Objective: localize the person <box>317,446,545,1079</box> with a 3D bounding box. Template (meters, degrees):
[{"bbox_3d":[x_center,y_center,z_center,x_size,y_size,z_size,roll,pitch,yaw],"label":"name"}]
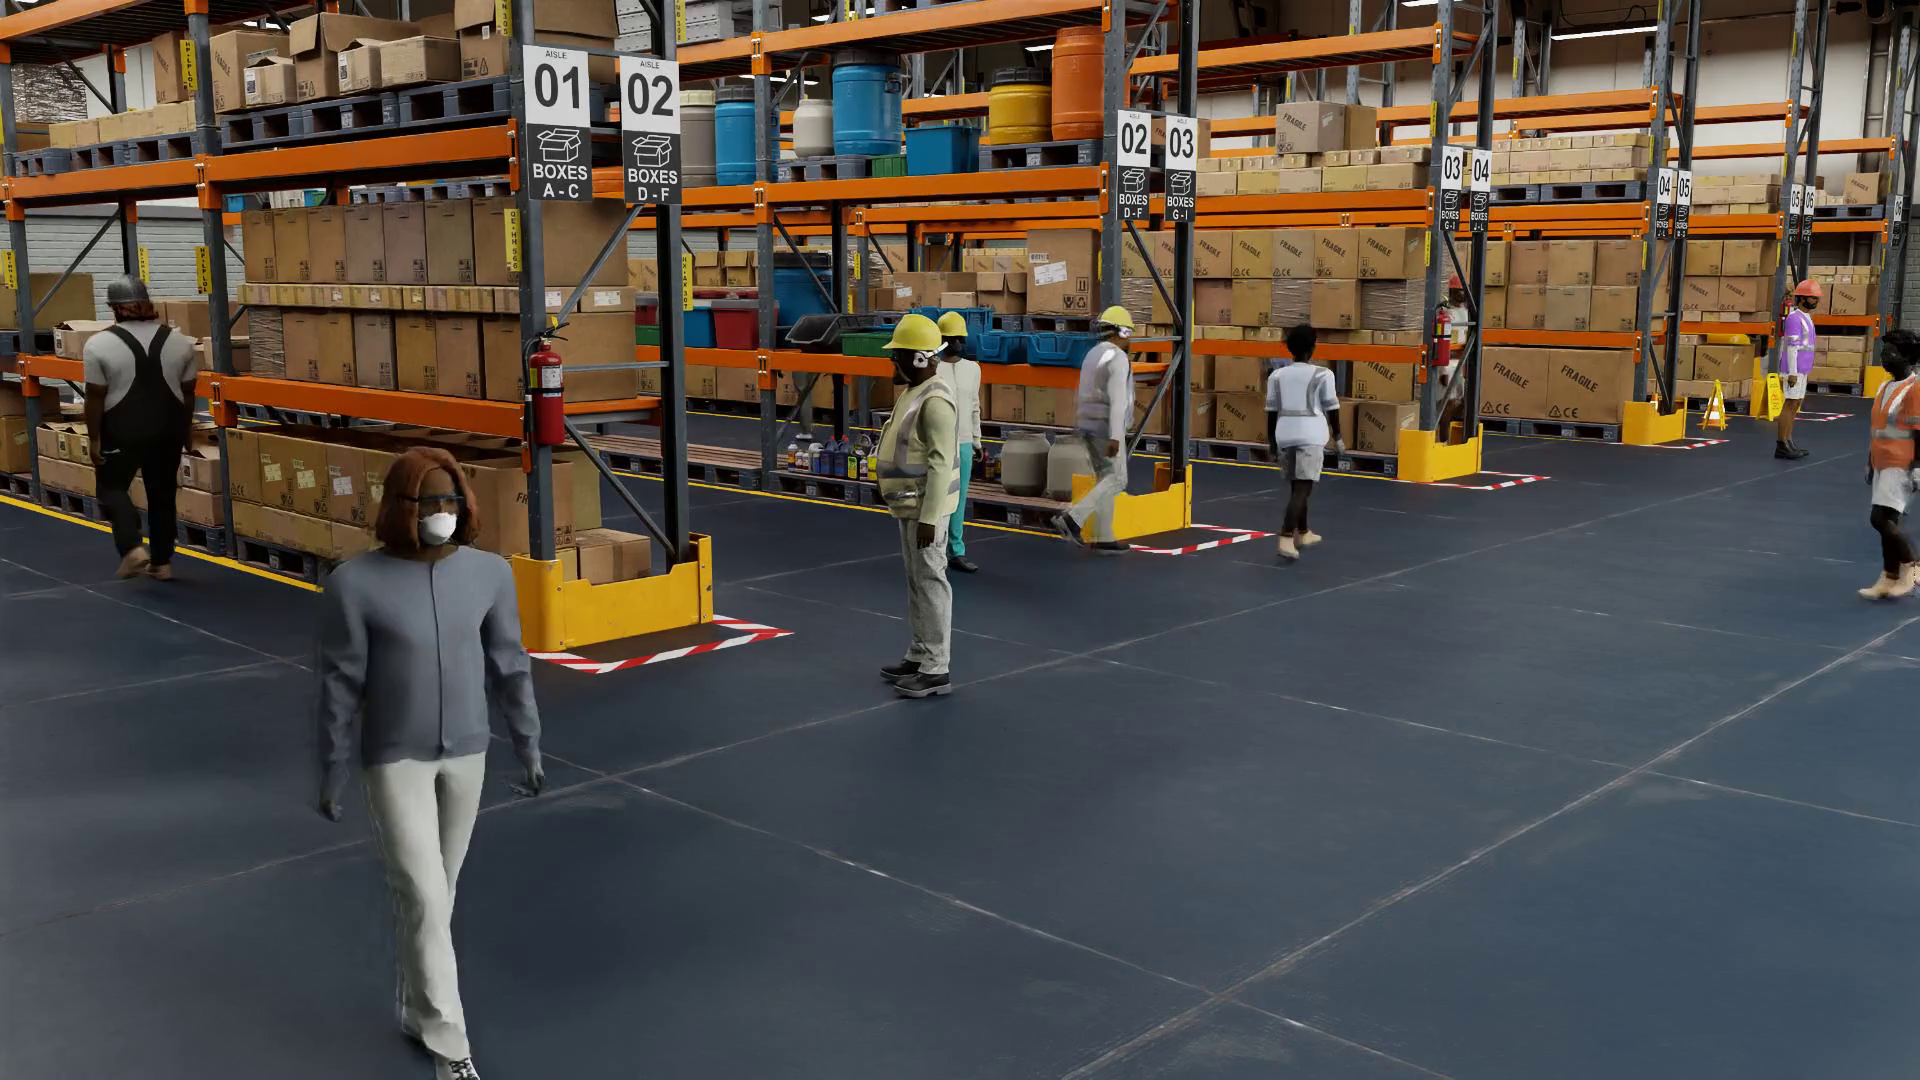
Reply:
[{"bbox_3d":[-1.269,0.574,4.152,0.532,1.601,0.752,-9,13,-44],"label":"person"}]

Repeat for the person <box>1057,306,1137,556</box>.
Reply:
[{"bbox_3d":[0.995,-0.786,11.980,0.686,1.786,0.628,-4,10,-23],"label":"person"}]

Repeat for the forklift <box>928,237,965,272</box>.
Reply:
[{"bbox_3d":[-0.326,-5.817,39.609,1.129,2.768,1.873,9,13,43],"label":"forklift"}]

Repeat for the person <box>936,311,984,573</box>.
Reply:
[{"bbox_3d":[-0.062,-0.648,11.193,0.528,1.767,0.329,-6,11,-34],"label":"person"}]

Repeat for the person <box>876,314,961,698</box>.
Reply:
[{"bbox_3d":[-0.205,-0.172,8.066,0.403,1.835,0.587,-2,9,-12],"label":"person"}]

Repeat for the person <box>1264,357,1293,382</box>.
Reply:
[{"bbox_3d":[3.775,-2.085,19.532,0.551,1.923,0.398,-7,11,-35],"label":"person"}]

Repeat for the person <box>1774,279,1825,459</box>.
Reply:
[{"bbox_3d":[9.151,-1.860,18.102,0.375,1.935,0.551,7,12,39],"label":"person"}]

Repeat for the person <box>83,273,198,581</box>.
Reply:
[{"bbox_3d":[-5.341,-0.707,10.845,0.702,2.000,0.570,-9,13,-44],"label":"person"}]

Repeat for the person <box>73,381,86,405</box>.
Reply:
[{"bbox_3d":[-13.298,-2.982,25.191,0.529,1.869,0.312,5,10,28],"label":"person"}]

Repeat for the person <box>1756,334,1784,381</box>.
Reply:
[{"bbox_3d":[12.206,-2.895,24.817,0.639,1.821,0.641,-9,13,-44],"label":"person"}]

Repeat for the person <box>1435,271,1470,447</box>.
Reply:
[{"bbox_3d":[5.267,-1.851,17.749,0.614,2.027,0.449,-9,13,-43],"label":"person"}]

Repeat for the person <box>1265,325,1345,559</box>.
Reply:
[{"bbox_3d":[2.450,-0.710,11.912,0.535,1.659,0.838,9,13,44],"label":"person"}]

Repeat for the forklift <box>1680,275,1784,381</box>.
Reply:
[{"bbox_3d":[12.480,-3.427,27.053,1.214,2.155,2.313,9,13,43],"label":"forklift"}]

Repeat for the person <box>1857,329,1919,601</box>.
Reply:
[{"bbox_3d":[5.726,-0.450,10.214,0.365,1.682,0.562,1,9,6],"label":"person"}]

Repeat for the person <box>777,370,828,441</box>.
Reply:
[{"bbox_3d":[-1.932,-2.160,20.017,0.623,1.905,0.611,-7,11,-35],"label":"person"}]
